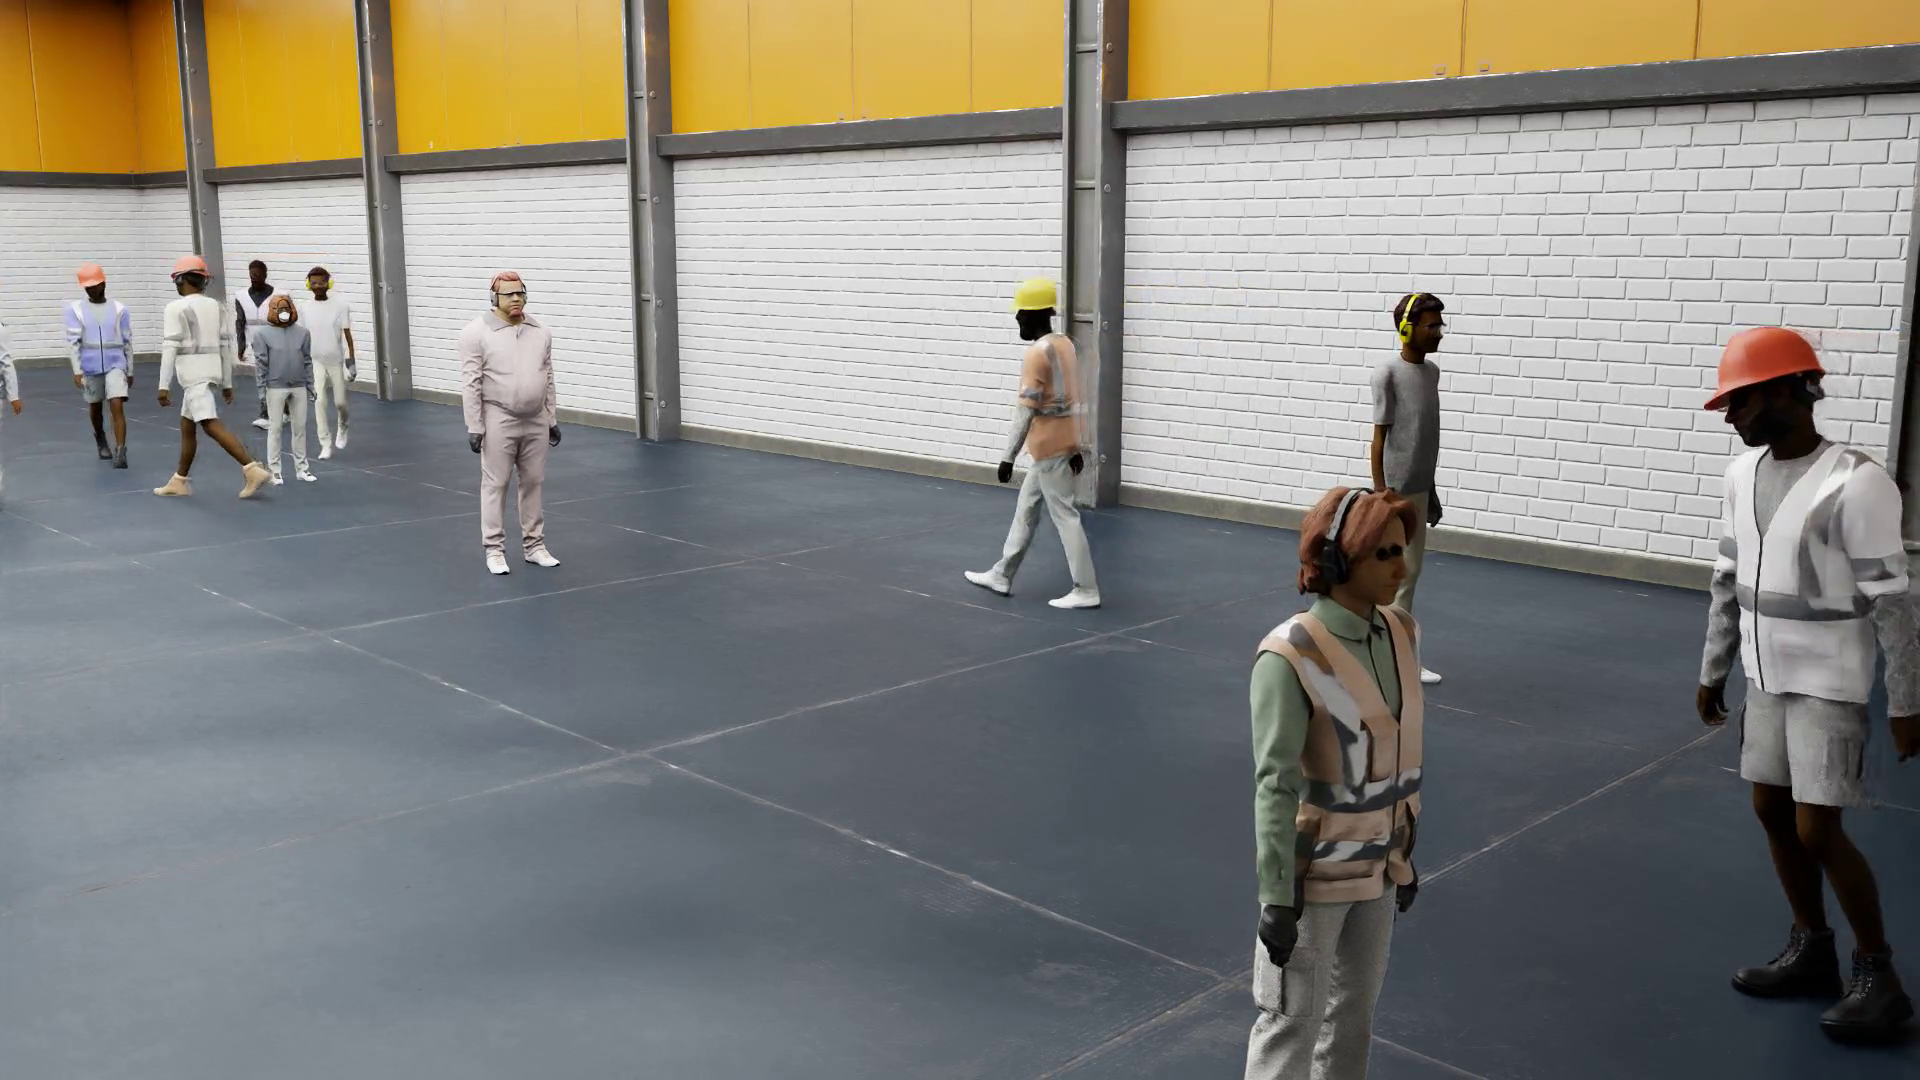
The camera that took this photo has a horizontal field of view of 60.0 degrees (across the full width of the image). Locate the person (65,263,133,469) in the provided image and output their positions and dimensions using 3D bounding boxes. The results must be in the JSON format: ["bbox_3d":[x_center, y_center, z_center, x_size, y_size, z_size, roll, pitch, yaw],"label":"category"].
[{"bbox_3d":[-8.009,-1.633,15.521,0.542,1.896,1.002,-6,12,-28],"label":"person"}]

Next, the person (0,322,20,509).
[{"bbox_3d":[-7.651,-1.108,12.848,0.607,1.796,0.702,-2,11,-9],"label":"person"}]

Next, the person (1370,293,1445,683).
[{"bbox_3d":[2.106,-0.216,7.812,0.538,1.861,0.313,-10,14,-44],"label":"person"}]

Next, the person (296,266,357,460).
[{"bbox_3d":[-6.123,-1.731,16.134,0.518,1.846,0.801,-2,11,-13],"label":"person"}]

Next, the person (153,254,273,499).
[{"bbox_3d":[-6.090,-1.305,13.438,1.046,1.991,0.680,2,11,12],"label":"person"}]

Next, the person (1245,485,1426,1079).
[{"bbox_3d":[0.774,0.699,3.431,0.525,1.637,0.307,-10,14,-44],"label":"person"}]

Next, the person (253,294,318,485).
[{"bbox_3d":[-5.798,-1.297,14.325,0.509,1.632,0.269,-10,14,-44],"label":"person"}]

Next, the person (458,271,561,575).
[{"bbox_3d":[-2.825,-0.744,10.568,0.655,1.906,0.407,-10,14,-44],"label":"person"}]

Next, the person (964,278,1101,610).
[{"bbox_3d":[0.405,-0.544,9.550,0.963,1.880,0.628,4,11,19],"label":"person"}]

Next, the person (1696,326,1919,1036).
[{"bbox_3d":[2.270,0.370,4.535,0.505,1.889,0.575,-2,11,-13],"label":"person"}]

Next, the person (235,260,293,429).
[{"bbox_3d":[-7.722,-2.176,18.523,0.573,1.858,1.035,0,10,3],"label":"person"}]
